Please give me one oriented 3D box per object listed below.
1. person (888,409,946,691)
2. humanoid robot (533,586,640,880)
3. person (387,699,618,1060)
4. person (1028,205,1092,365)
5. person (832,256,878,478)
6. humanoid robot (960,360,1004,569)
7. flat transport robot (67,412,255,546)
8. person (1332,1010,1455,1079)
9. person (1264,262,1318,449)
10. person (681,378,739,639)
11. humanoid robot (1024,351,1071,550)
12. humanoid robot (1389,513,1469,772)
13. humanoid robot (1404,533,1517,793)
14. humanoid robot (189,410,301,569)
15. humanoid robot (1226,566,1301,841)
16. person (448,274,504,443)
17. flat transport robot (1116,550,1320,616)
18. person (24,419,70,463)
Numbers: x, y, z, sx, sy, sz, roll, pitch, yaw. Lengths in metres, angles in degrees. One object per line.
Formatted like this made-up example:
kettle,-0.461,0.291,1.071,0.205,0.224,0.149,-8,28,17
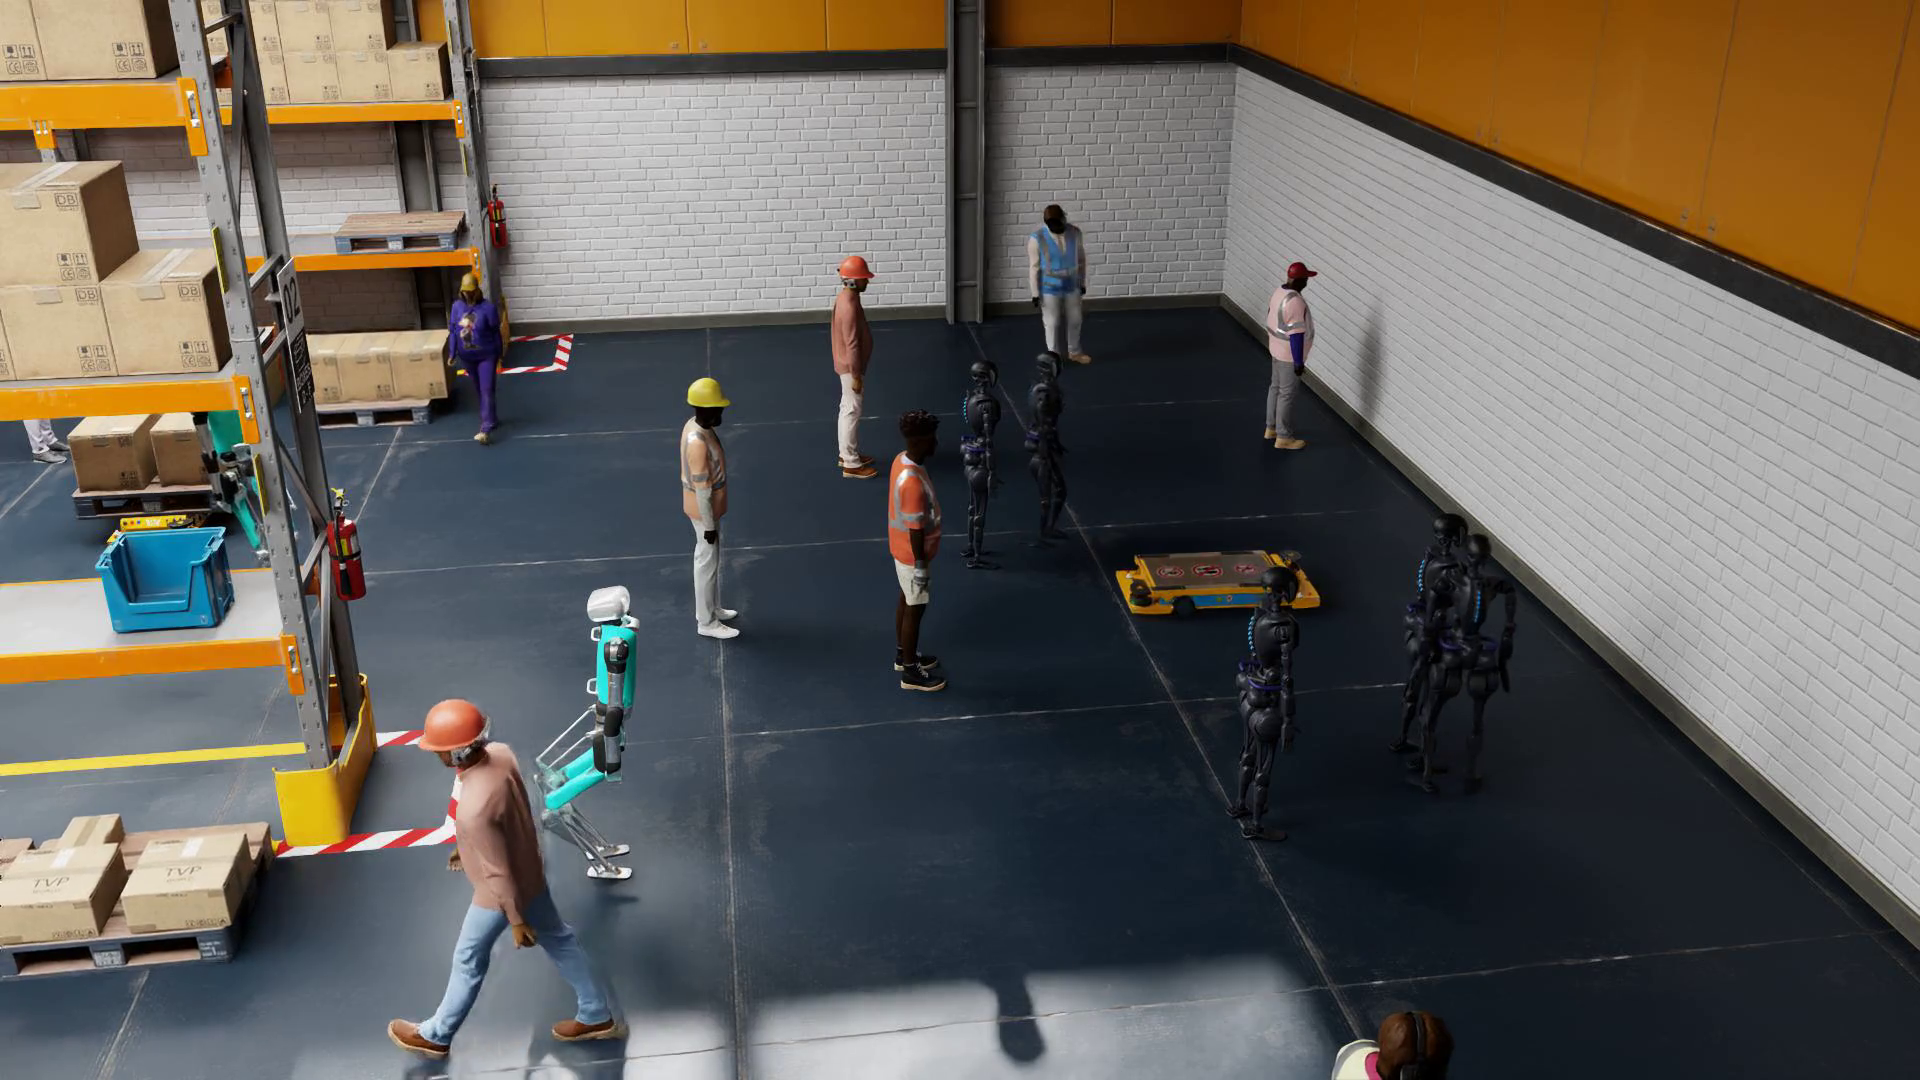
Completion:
person,-0.293,0.055,11.162,0.361,1.963,0.611,-3,24,-8
humanoid robot,-2.056,1.060,8.989,0.735,1.677,0.533,-3,24,-8
person,-2.178,1.582,7.732,1.082,1.921,0.605,2,24,4
person,1.061,-2.660,17.559,0.727,1.800,0.440,-10,25,-21
person,-0.934,-1.542,14.766,0.392,1.992,0.621,-3,24,-8
humanoid robot,0.169,-0.610,13.017,0.315,1.657,0.599,-3,24,-8
flat transport robot,-6.648,-0.290,14.056,0.659,0.231,1.431,-3,24,-8
person,1.511,2.431,5.903,0.429,1.839,0.632,-3,24,-8
person,3.077,-1.728,15.485,0.420,1.751,0.622,-3,24,-8
person,-1.781,-0.237,11.874,0.376,1.924,0.592,-3,24,-8
humanoid robot,0.718,-0.713,13.260,0.367,1.647,0.598,6,24,14
humanoid robot,2.915,0.605,10.248,0.315,1.657,0.599,-3,24,-8
humanoid robot,3.011,0.746,9.937,0.601,1.643,0.379,1,24,1
humanoid robot,-5.224,-0.359,12.402,0.753,1.787,0.537,17,29,34
humanoid robot,1.762,0.913,9.548,0.315,1.657,0.599,-3,24,-8
person,-4.572,-1.710,15.655,0.455,1.587,0.837,4,24,9
flat transport robot,1.953,0.326,12.653,1.431,0.231,0.659,-2,24,-5
person,-8.443,-1.665,15.102,0.429,1.948,0.497,-3,24,-8
